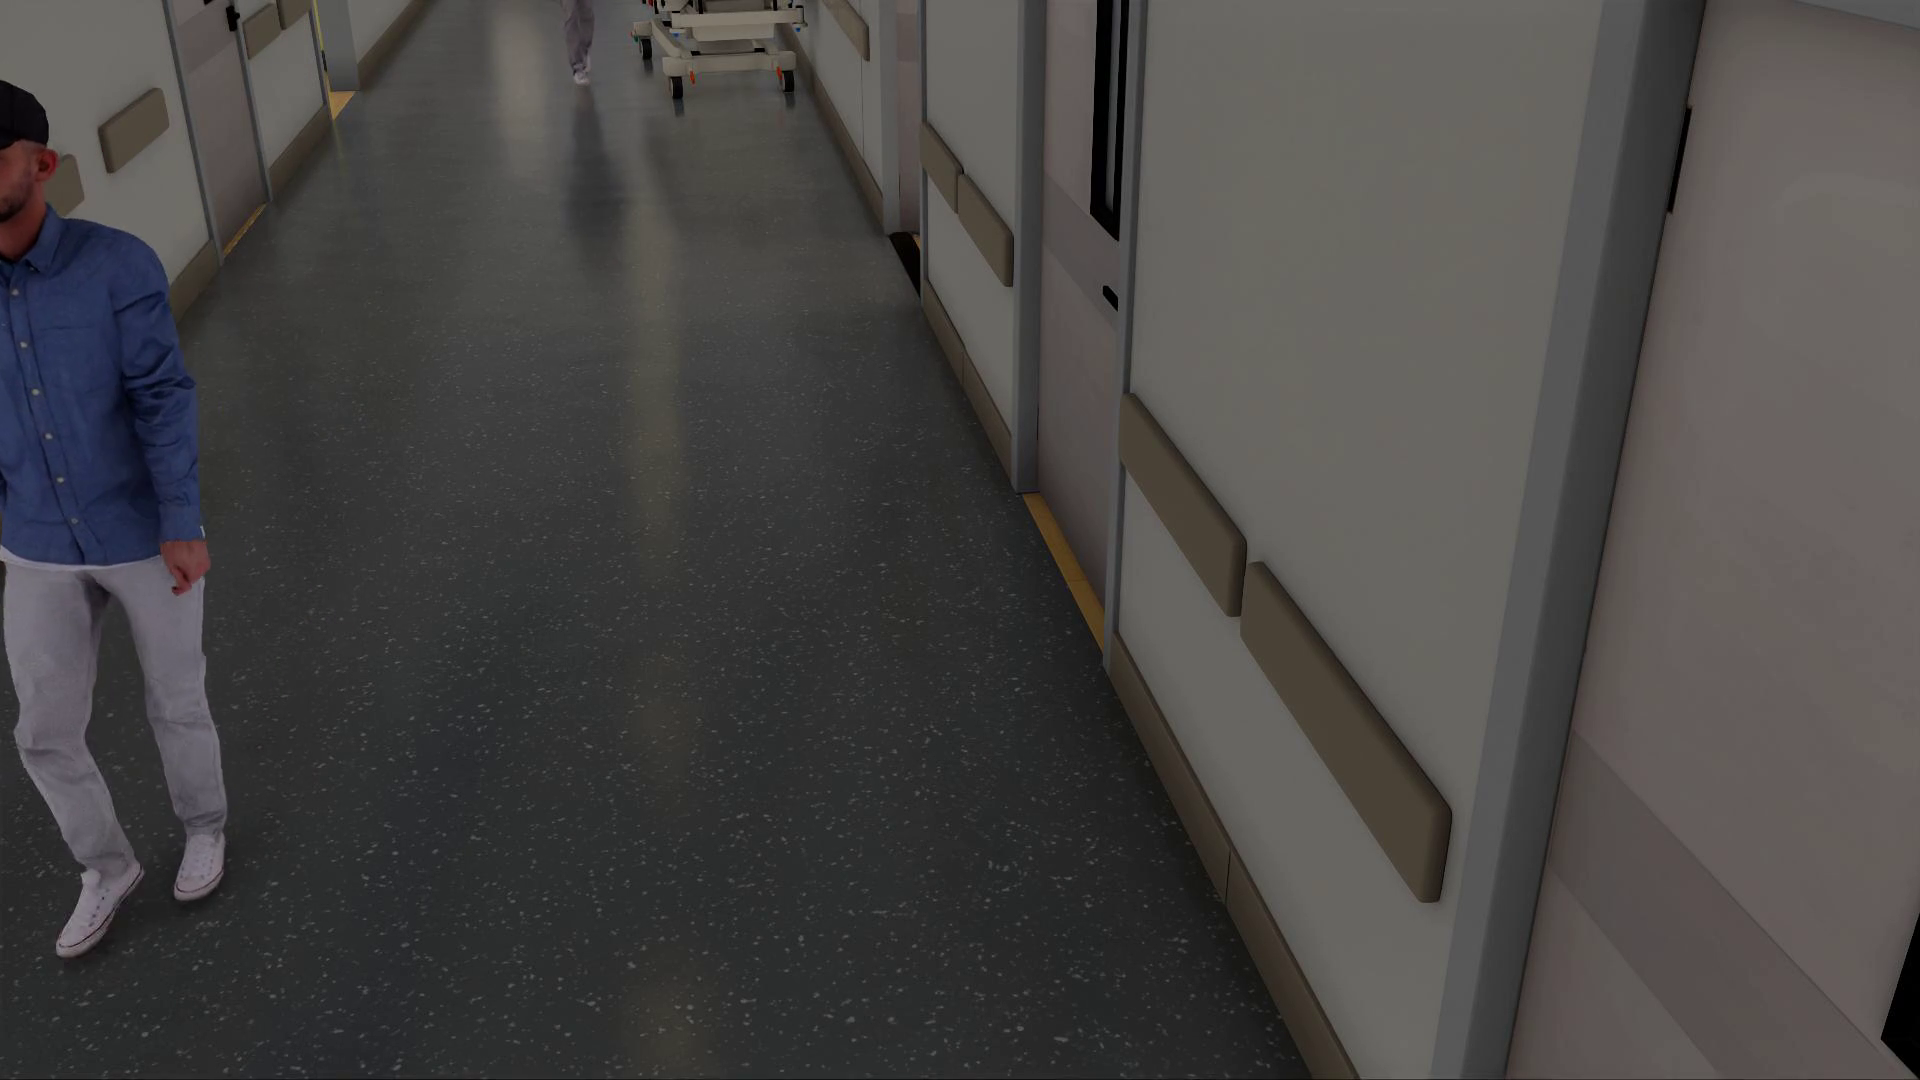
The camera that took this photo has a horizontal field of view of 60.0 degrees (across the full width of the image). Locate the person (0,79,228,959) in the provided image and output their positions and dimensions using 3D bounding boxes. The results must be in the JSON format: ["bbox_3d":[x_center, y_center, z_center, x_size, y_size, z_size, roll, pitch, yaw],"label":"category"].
[{"bbox_3d":[-1.837,-0.059,3.621,0.625,1.873,0.715,-4,26,-8],"label":"person"}]
